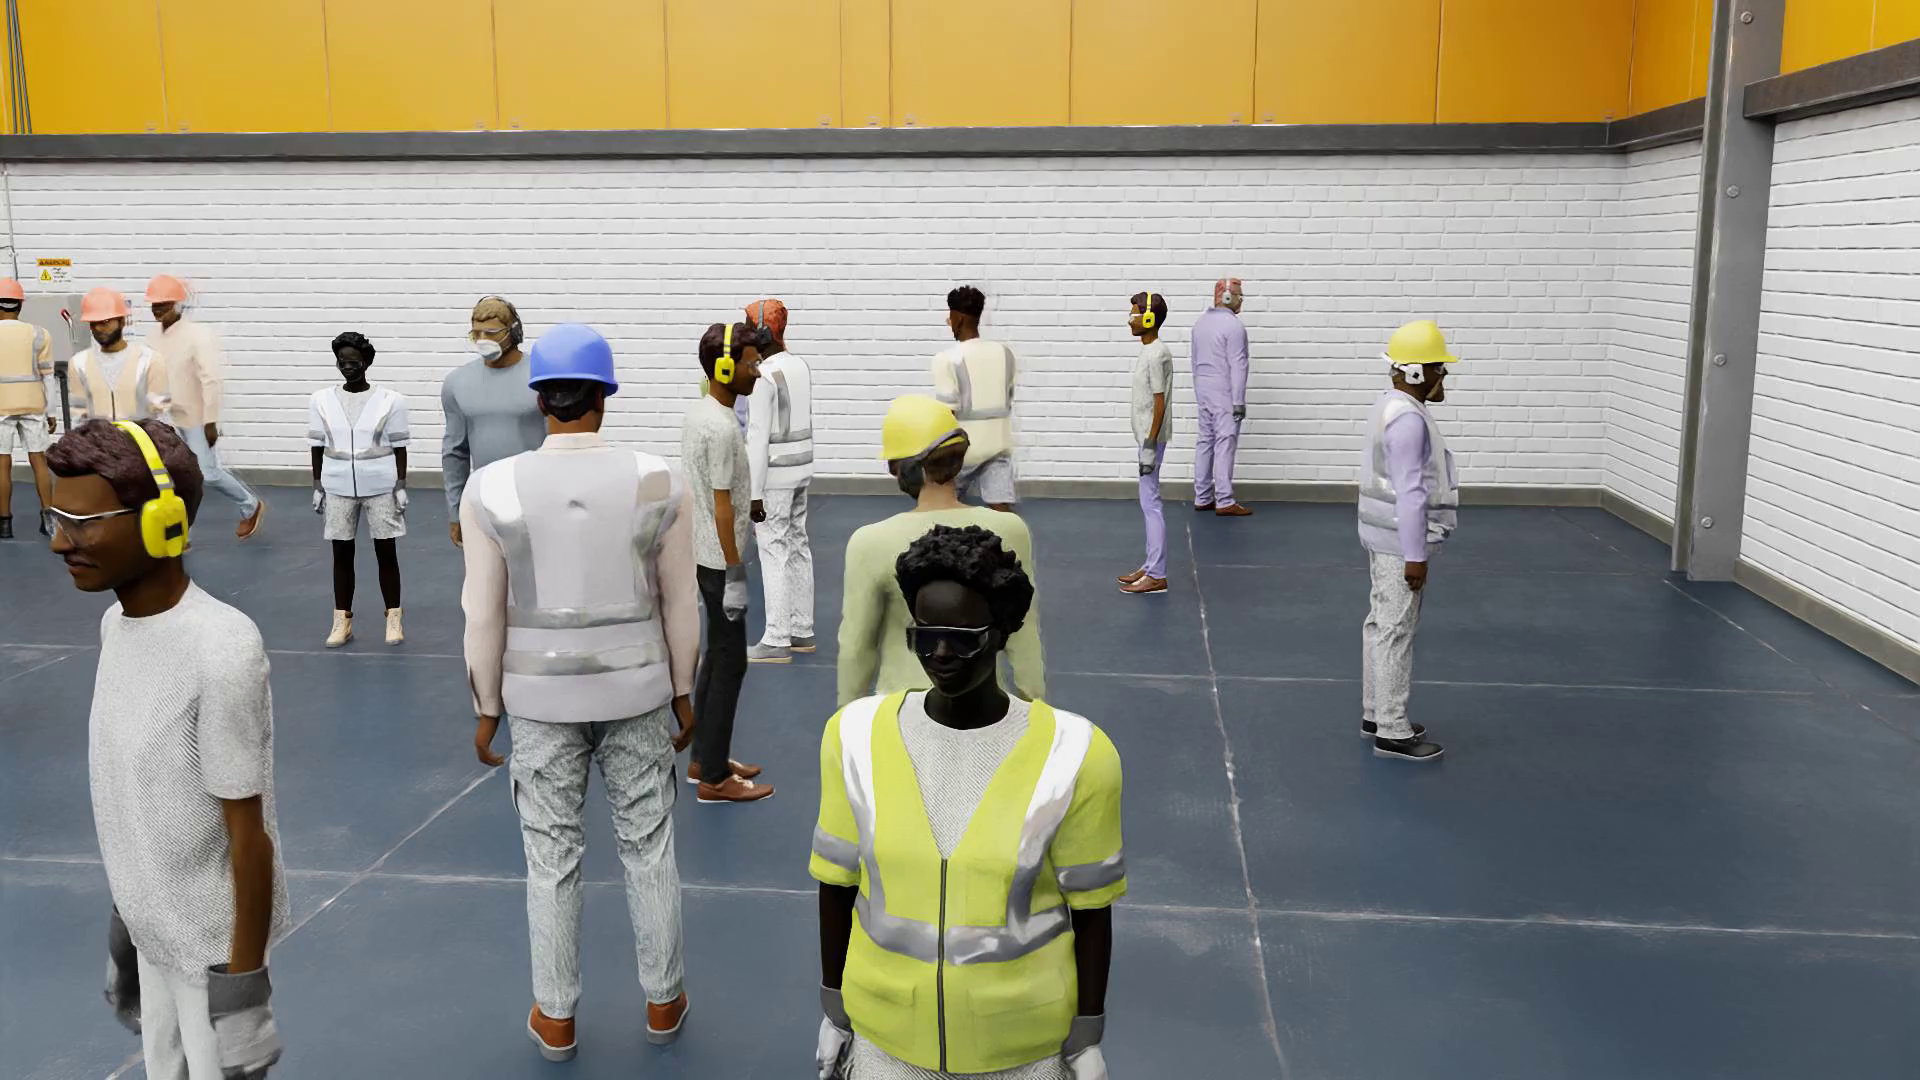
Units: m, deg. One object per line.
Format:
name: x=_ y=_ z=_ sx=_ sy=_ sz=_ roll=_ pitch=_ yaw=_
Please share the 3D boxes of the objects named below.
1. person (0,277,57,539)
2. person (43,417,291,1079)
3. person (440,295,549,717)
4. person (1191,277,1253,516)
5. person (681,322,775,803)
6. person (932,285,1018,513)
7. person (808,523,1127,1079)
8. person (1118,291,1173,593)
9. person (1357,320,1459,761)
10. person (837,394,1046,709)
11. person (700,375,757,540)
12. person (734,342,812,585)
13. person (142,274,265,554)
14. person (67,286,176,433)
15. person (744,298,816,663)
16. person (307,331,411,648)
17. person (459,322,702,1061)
person: x=-7.017 y=-0.980 z=12.366 sx=0.543 sy=1.926 sz=0.389 roll=-8 pitch=13 yaw=-38
person: x=-1.320 y=0.717 z=2.845 sx=0.512 sy=1.858 sz=0.322 roll=9 pitch=14 yaw=43
person: x=-2.034 y=-0.136 z=7.529 sx=0.636 sy=1.928 sz=0.384 roll=1 pitch=10 yaw=8
person: x=2.123 y=-1.151 z=13.397 sx=0.399 sy=1.905 sz=0.642 roll=-4 pitch=11 yaw=-24
person: x=-0.913 y=0.092 z=6.425 sx=0.324 sy=1.854 sz=0.530 roll=-3 pitch=10 yaw=-17
person: x=0.065 y=-0.549 z=9.917 sx=0.614 sy=1.912 sz=0.990 roll=-6 pitch=12 yaw=-32
person: x=0.003 y=0.809 z=2.762 sx=0.532 sy=1.697 sz=0.319 roll=2 pitch=10 yaw=11
person: x=1.159 y=-0.602 z=10.349 sx=0.318 sy=1.870 sz=0.531 roll=1 pitch=10 yaw=4
person: x=1.885 y=-0.003 z=7.019 sx=0.404 sy=1.835 sz=0.587 roll=1 pitch=10 yaw=6
person: x=-0.074 y=0.462 z=4.625 sx=0.570 sy=1.737 sz=0.585 roll=-3 pitch=10 yaw=-17
person: x=-1.503 y=-0.642 z=11.451 sx=0.527 sy=1.569 sz=0.937 roll=0 pitch=10 yaw=-2
person: x=-1.192 y=-0.498 z=10.479 sx=0.505 sy=1.616 sz=0.434 roll=0 pitch=10 yaw=0
person: x=-5.358 y=-0.882 z=11.695 sx=0.626 sy=1.965 sz=0.867 roll=4 pitch=11 yaw=22
person: x=-4.782 y=-0.495 z=9.576 sx=0.572 sy=1.921 sz=0.572 roll=-1 pitch=10 yaw=-7
person: x=-0.947 y=-0.300 z=8.599 sx=0.359 sy=1.880 sz=0.575 roll=4 pitch=11 yaw=20
person: x=-3.216 y=-0.267 z=8.927 sx=0.532 sy=1.696 sz=0.319 roll=-2 pitch=10 yaw=-9
person: x=-0.985 y=0.405 z=4.387 sx=0.605 sy=1.937 sz=0.412 roll=-3 pitch=10 yaw=-15
